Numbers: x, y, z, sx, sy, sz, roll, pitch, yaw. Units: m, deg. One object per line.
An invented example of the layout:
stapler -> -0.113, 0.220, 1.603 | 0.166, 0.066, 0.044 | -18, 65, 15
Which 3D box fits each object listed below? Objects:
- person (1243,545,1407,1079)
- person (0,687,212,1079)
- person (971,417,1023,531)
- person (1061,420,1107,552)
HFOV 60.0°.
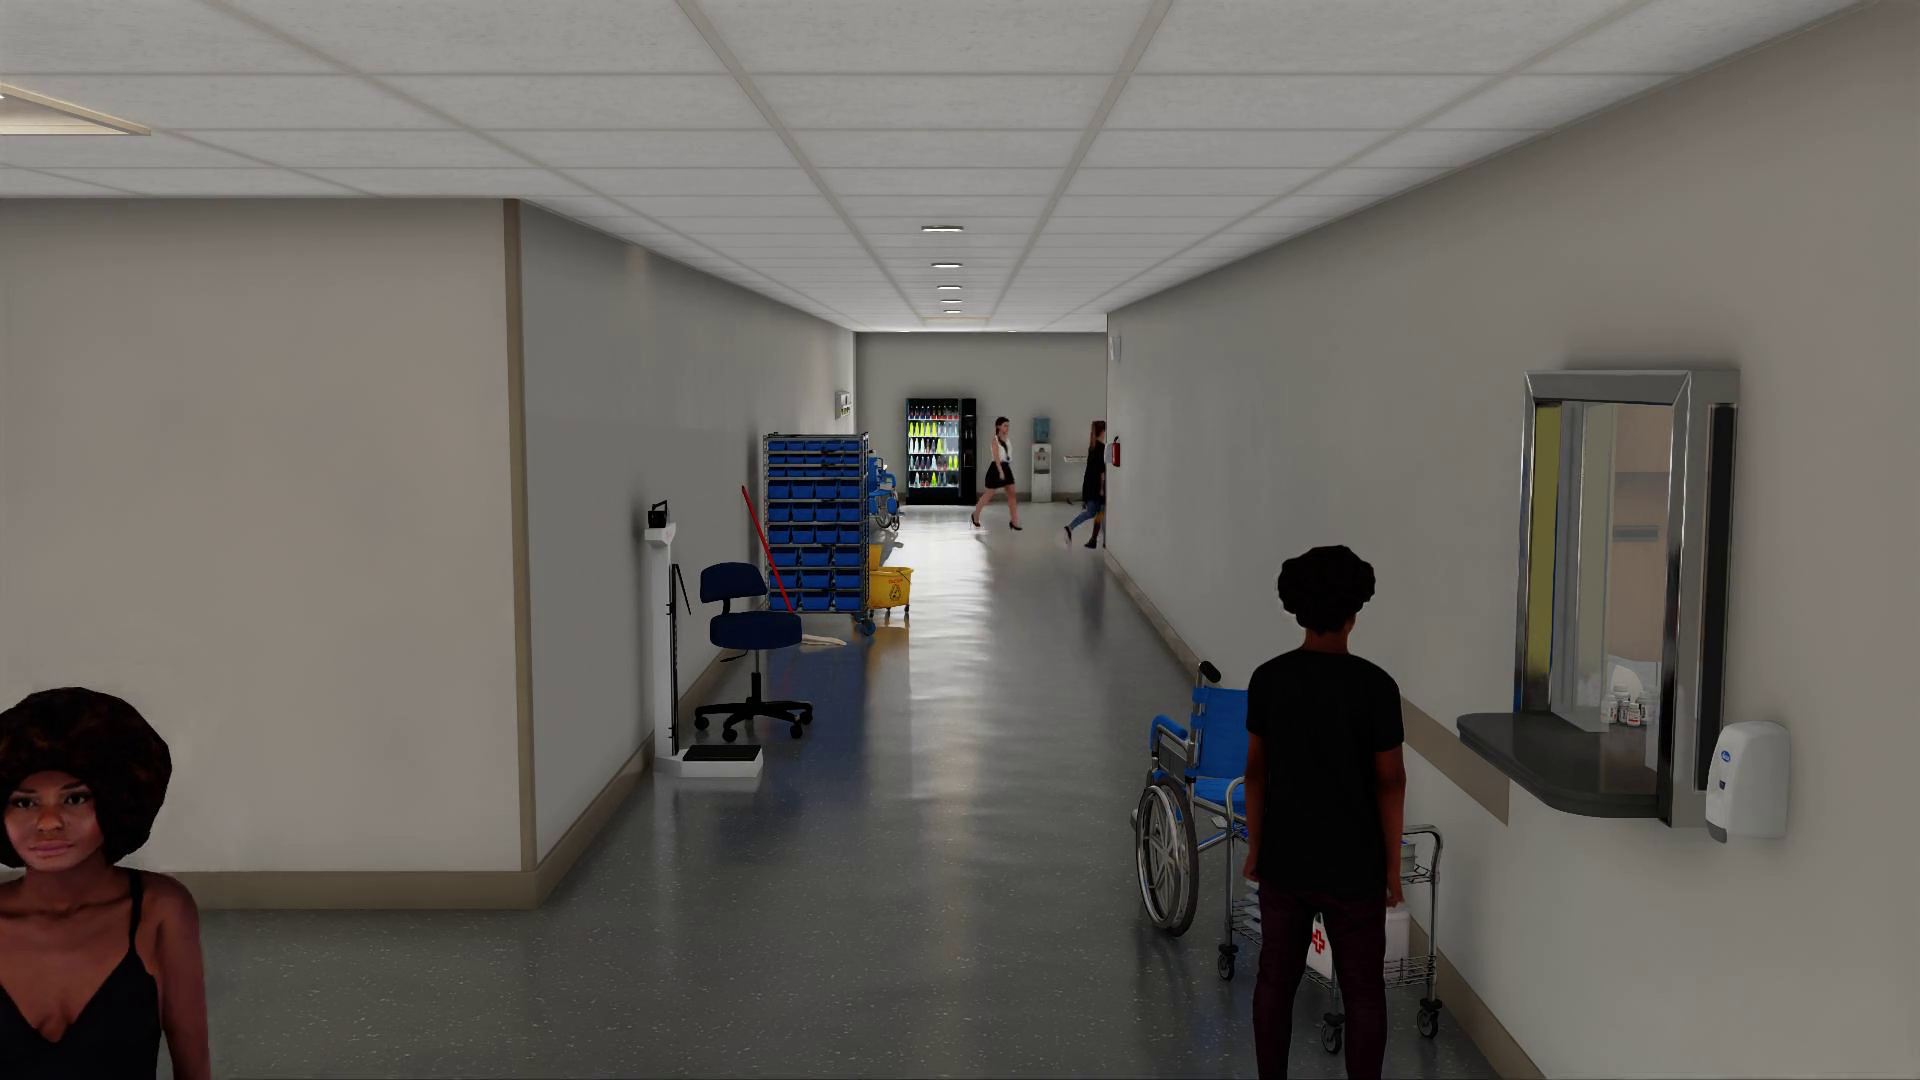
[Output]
person -> 1.064, 0.898, 4.907 | 0.634, 1.781, 0.767 | 3, 6, 25
person -> -1.446, 1.115, 2.764 | 0.809, 1.777, 0.763 | -2, 6, -18
person -> 0.488, -0.912, 23.752 | 1.113, 1.609, 1.012 | 5, 8, 41
person -> 1.658, -0.662, 21.011 | 1.124, 1.662, 0.869 | -2, 6, -20
